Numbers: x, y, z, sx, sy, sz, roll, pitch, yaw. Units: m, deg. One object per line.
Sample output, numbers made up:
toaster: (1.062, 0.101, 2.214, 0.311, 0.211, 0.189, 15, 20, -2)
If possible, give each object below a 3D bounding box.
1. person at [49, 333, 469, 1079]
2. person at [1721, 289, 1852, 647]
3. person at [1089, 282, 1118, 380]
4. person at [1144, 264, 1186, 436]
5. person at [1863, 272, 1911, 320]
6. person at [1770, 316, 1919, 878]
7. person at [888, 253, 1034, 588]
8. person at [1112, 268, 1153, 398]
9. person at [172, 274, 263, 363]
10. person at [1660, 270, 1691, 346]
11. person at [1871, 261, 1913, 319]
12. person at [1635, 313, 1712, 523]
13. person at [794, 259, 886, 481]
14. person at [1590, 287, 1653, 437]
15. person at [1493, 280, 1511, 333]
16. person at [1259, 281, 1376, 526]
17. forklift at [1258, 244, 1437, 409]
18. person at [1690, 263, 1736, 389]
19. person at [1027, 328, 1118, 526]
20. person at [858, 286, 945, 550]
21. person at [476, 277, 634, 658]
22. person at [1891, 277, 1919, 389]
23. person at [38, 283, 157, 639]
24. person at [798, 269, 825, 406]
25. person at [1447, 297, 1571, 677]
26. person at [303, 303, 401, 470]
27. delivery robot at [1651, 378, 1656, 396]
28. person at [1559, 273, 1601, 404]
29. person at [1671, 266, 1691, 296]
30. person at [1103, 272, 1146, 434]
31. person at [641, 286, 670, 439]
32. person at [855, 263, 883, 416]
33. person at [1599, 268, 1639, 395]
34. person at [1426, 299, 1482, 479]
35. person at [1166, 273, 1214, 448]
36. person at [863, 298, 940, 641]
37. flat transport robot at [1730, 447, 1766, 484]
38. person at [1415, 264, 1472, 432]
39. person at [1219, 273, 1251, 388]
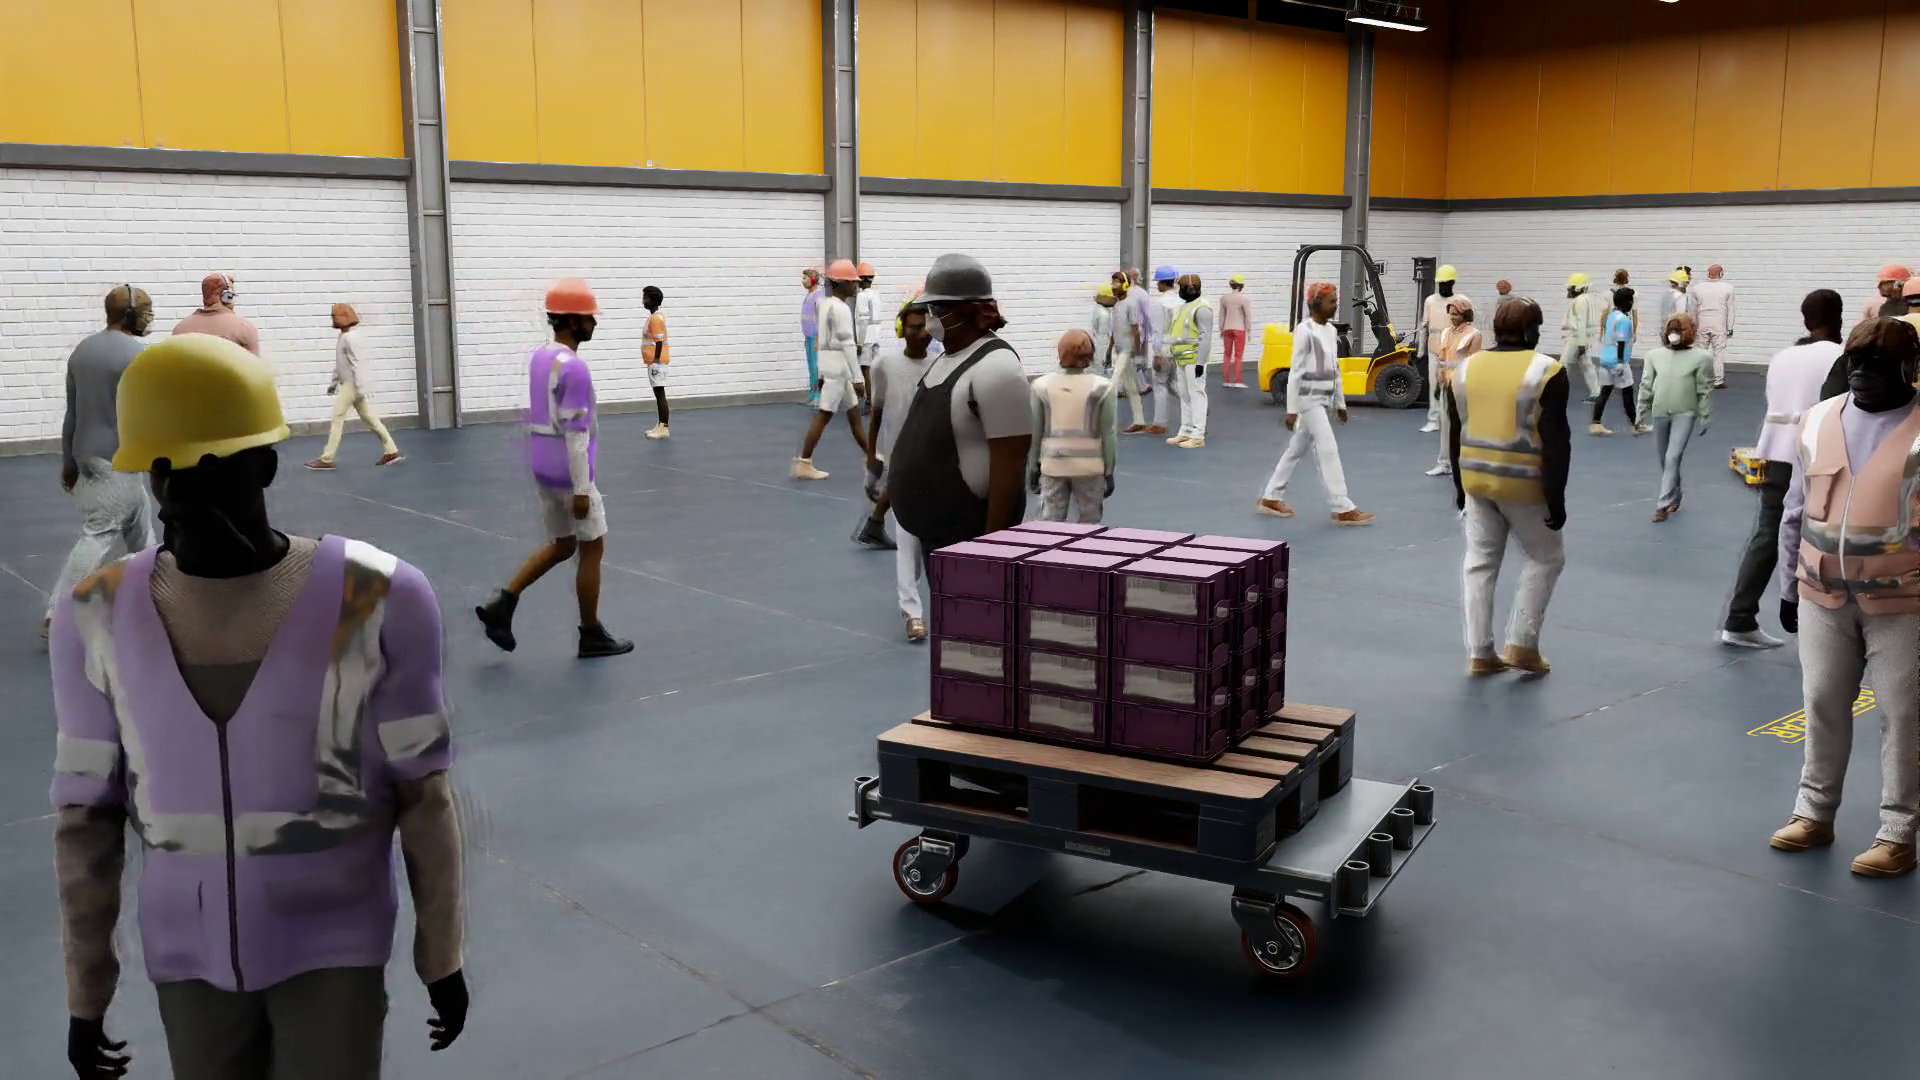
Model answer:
person: (-1.097, 0.635, 2.599, 0.607, 1.908, 0.420, 0, 10, -2)
person: (4.439, -0.365, 8.644, 0.981, 1.845, 0.672, -3, 10, -15)
person: (1.676, -2.191, 19.704, 0.456, 1.712, 0.518, 0, 10, 0)
person: (2.399, -2.107, 18.572, 0.663, 1.933, 0.634, 8, 13, 40)
person: (10.438, -2.091, 18.687, 0.682, 1.866, 0.917, 8, 12, 39)
person: (2.990, 0.184, 5.489, 0.432, 1.836, 0.618, -7, 12, -35)
person: (-0.018, -0.103, 6.543, 0.536, 2.000, 0.688, -4, 10, -20)
person: (2.514, -2.961, 23.842, 1.020, 1.847, 0.654, -7, 12, -36)
person: (-5.090, -0.891, 11.569, 0.637, 1.902, 0.406, 1, 10, 7)
person: (10.514, -3.053, 24.454, 0.420, 1.818, 0.618, -1, 10, -6)
person: (8.585, -1.556, 15.259, 0.548, 1.979, 0.622, 2, 10, 12)
person: (5.534, -0.966, 12.891, 0.512, 1.598, 0.824, 8, 13, 41)
person: (-1.025, -1.519, 14.992, 1.064, 1.980, 0.629, -3, 10, -16)
person: (7.446, -1.986, 18.614, 0.702, 1.666, 0.552, 0, 10, 1)
person: (9.661, -3.810, 29.524, 0.304, 1.610, 0.599, 8, 12, 38)
person: (2.711, -1.043, 12.667, 0.979, 1.835, 0.595, 7, 12, 34)
forklift: (5.256, -2.933, 22.661, 2.313, 2.155, 1.214, 3, 10, 16)
person: (11.523, -3.270, 25.469, 0.643, 1.912, 0.410, 7, 12, 35)
person: (0.605, -0.363, 9.302, 0.509, 1.627, 0.467, 4, 10, 22)
person: (-0.226, -0.839, 11.339, 1.037, 1.884, 0.560, 0, 10, -2)
person: (-2.019, -0.335, 8.240, 0.687, 1.922, 0.547, -7, 12, -36)
person: (7.649, -1.187, 13.479, 0.898, 1.864, 0.575, -6, 11, -32)
person: (-4.515, -0.408, 8.822, 0.672, 1.881, 1.052, 6, 12, 33)
person: (-1.965, -2.730, 22.488, 0.390, 1.847, 0.563, -4, 10, -22)
person: (2.651, -0.241, 7.962, 0.528, 1.828, 0.656, -8, 13, -39)
person: (-5.805, -1.469, 15.873, 0.891, 1.588, 0.498, -4, 11, -23)
delivery robot: (9.280, -2.010, 21.776, 0.477, 0.478, 0.707, 0, 10, 3)
person: (8.361, -2.734, 22.687, 0.952, 1.782, 0.614, 4, 11, 24)
person: (10.983, -3.244, 25.428, 0.330, 1.874, 0.518, 0, 10, 2)
person: (1.738, -2.105, 18.845, 0.897, 1.835, 0.564, -2, 10, -14)
person: (-3.387, -1.973, 18.496, 0.316, 1.695, 0.542, -2, 10, -12)
person: (-1.199, -2.549, 21.166, 0.370, 1.935, 0.552, 4, 10, 21)
person: (9.578, -3.022, 24.207, 0.516, 1.843, 0.326, 3, 10, 15)
person: (4.532, -1.376, 15.178, 0.308, 1.638, 0.511, -5, 11, -27)
person: (2.437, -1.894, 17.627, 0.430, 1.840, 0.619, -2, 10, -14)
person: (-0.241, -0.403, 9.008, 0.533, 1.806, 1.005, -2, 10, -13)
flat transport robot: (7.395, -0.664, 15.003, 0.652, 0.197, 1.431, 3, 10, 18)
person: (5.532, -2.176, 19.014, 0.378, 1.928, 0.593, -9, 13, -43)
person: (4.234, -3.211, 25.553, 0.530, 1.768, 0.323, 8, 12, 39)
